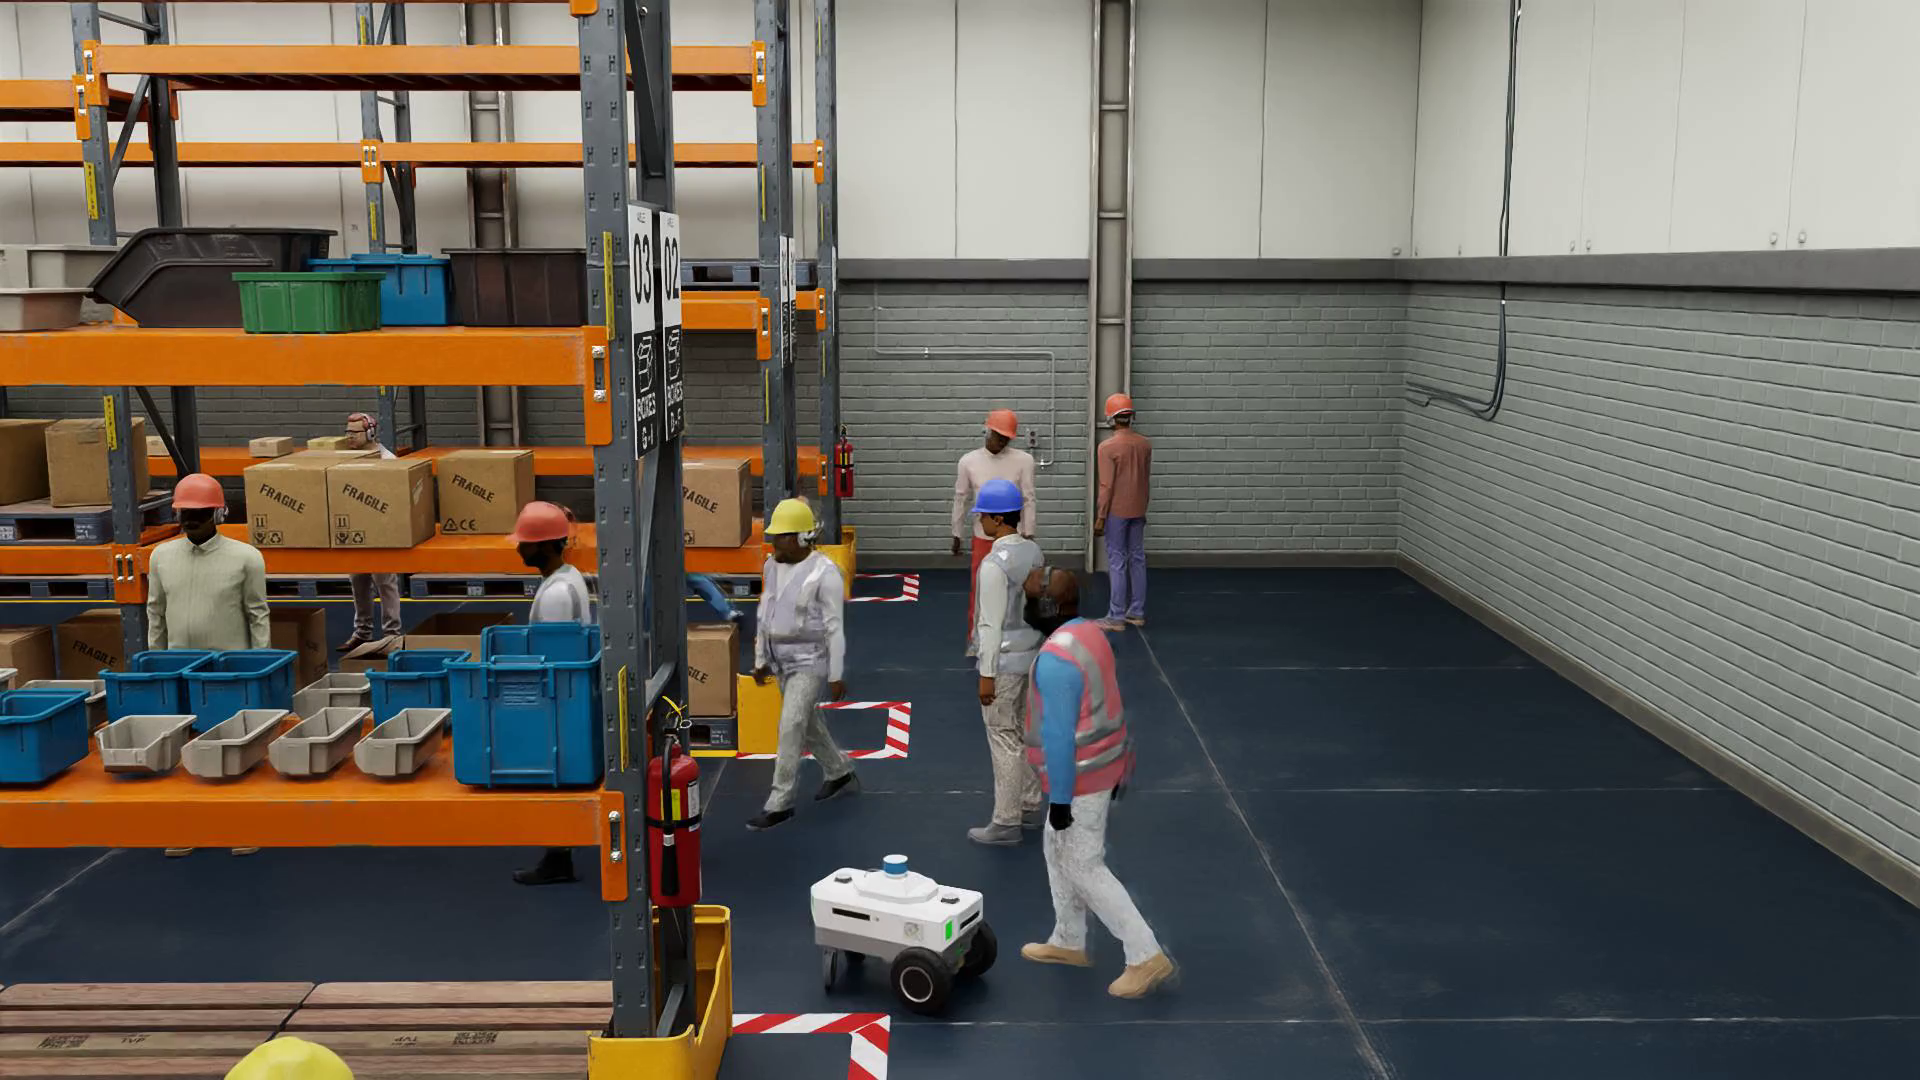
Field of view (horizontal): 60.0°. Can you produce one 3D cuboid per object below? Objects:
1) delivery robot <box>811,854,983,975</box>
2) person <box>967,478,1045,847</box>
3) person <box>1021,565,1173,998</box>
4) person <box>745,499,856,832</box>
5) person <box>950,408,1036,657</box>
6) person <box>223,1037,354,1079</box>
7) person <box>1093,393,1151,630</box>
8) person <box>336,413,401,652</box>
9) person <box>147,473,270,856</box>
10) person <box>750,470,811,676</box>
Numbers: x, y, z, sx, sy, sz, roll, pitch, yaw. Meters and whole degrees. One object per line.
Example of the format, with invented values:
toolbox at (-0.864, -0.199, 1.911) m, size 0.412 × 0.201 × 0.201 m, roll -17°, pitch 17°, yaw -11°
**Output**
delivery robot at (-0.271, 1.574, 7.029) m, size 0.707 × 0.478 × 0.477 m, roll 5°, pitch 10°, yaw 27°
person at (0.243, 0.637, 8.828) m, size 0.410 × 1.938 × 0.606 m, roll 4°, pitch 10°, yaw 25°
person at (0.591, 1.004, 7.051) m, size 0.688 × 1.801 × 0.639 m, roll 2°, pitch 10°, yaw 15°
person at (-0.877, 0.651, 9.203) m, size 0.844 × 1.797 × 0.600 m, roll -9°, pitch 13°, yaw -43°
person at (0.260, -0.051, 12.970) m, size 0.682 × 1.971 × 0.447 m, roll 1°, pitch 9°, yaw 4°
person at (-1.054, 1.685, 2.731) m, size 0.403 × 1.833 × 0.586 m, roll 8°, pitch 12°, yaw 39°
person at (1.355, -0.237, 14.028) m, size 0.613 × 1.991 × 0.392 m, roll -8°, pitch 12°, yaw -42°
person at (-4.676, -0.043, 13.102) m, size 0.642 × 1.909 × 0.408 m, roll 4°, pitch 10°, yaw 25°
person at (-3.881, 0.646, 8.599) m, size 0.608 × 1.997 × 0.374 m, roll 0°, pitch 9°, yaw -2°
person at (-1.334, 0.229, 12.311) m, size 0.564 × 1.614 × 0.564 m, roll 5°, pitch 11°, yaw 30°
